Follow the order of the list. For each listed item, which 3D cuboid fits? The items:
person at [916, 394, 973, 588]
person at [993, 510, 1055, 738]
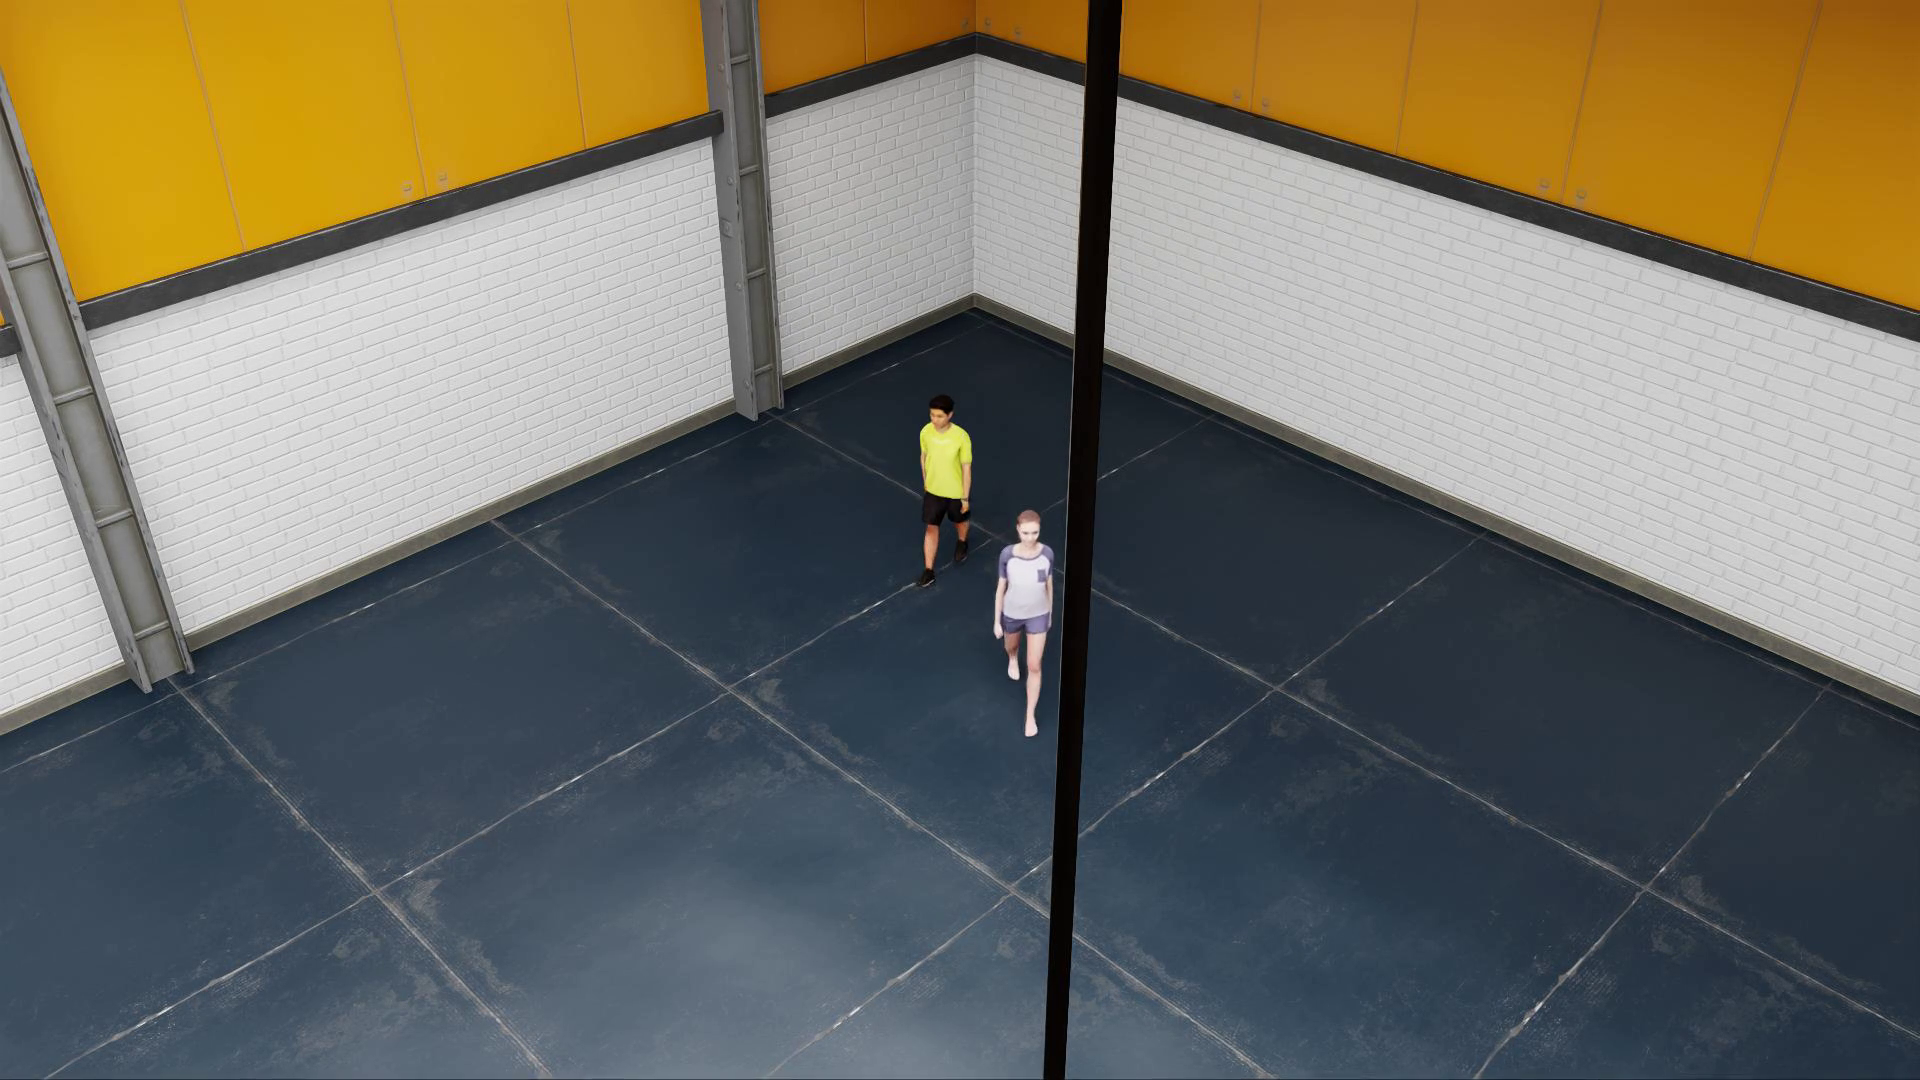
[{"bbox_3d":[-0.073,-0.473,13.768,0.940,1.662,1.177,11,35,17],"label":"person"},{"bbox_3d":[0.468,0.497,12.244,1.067,1.733,1.130,0,34,1],"label":"person"}]
